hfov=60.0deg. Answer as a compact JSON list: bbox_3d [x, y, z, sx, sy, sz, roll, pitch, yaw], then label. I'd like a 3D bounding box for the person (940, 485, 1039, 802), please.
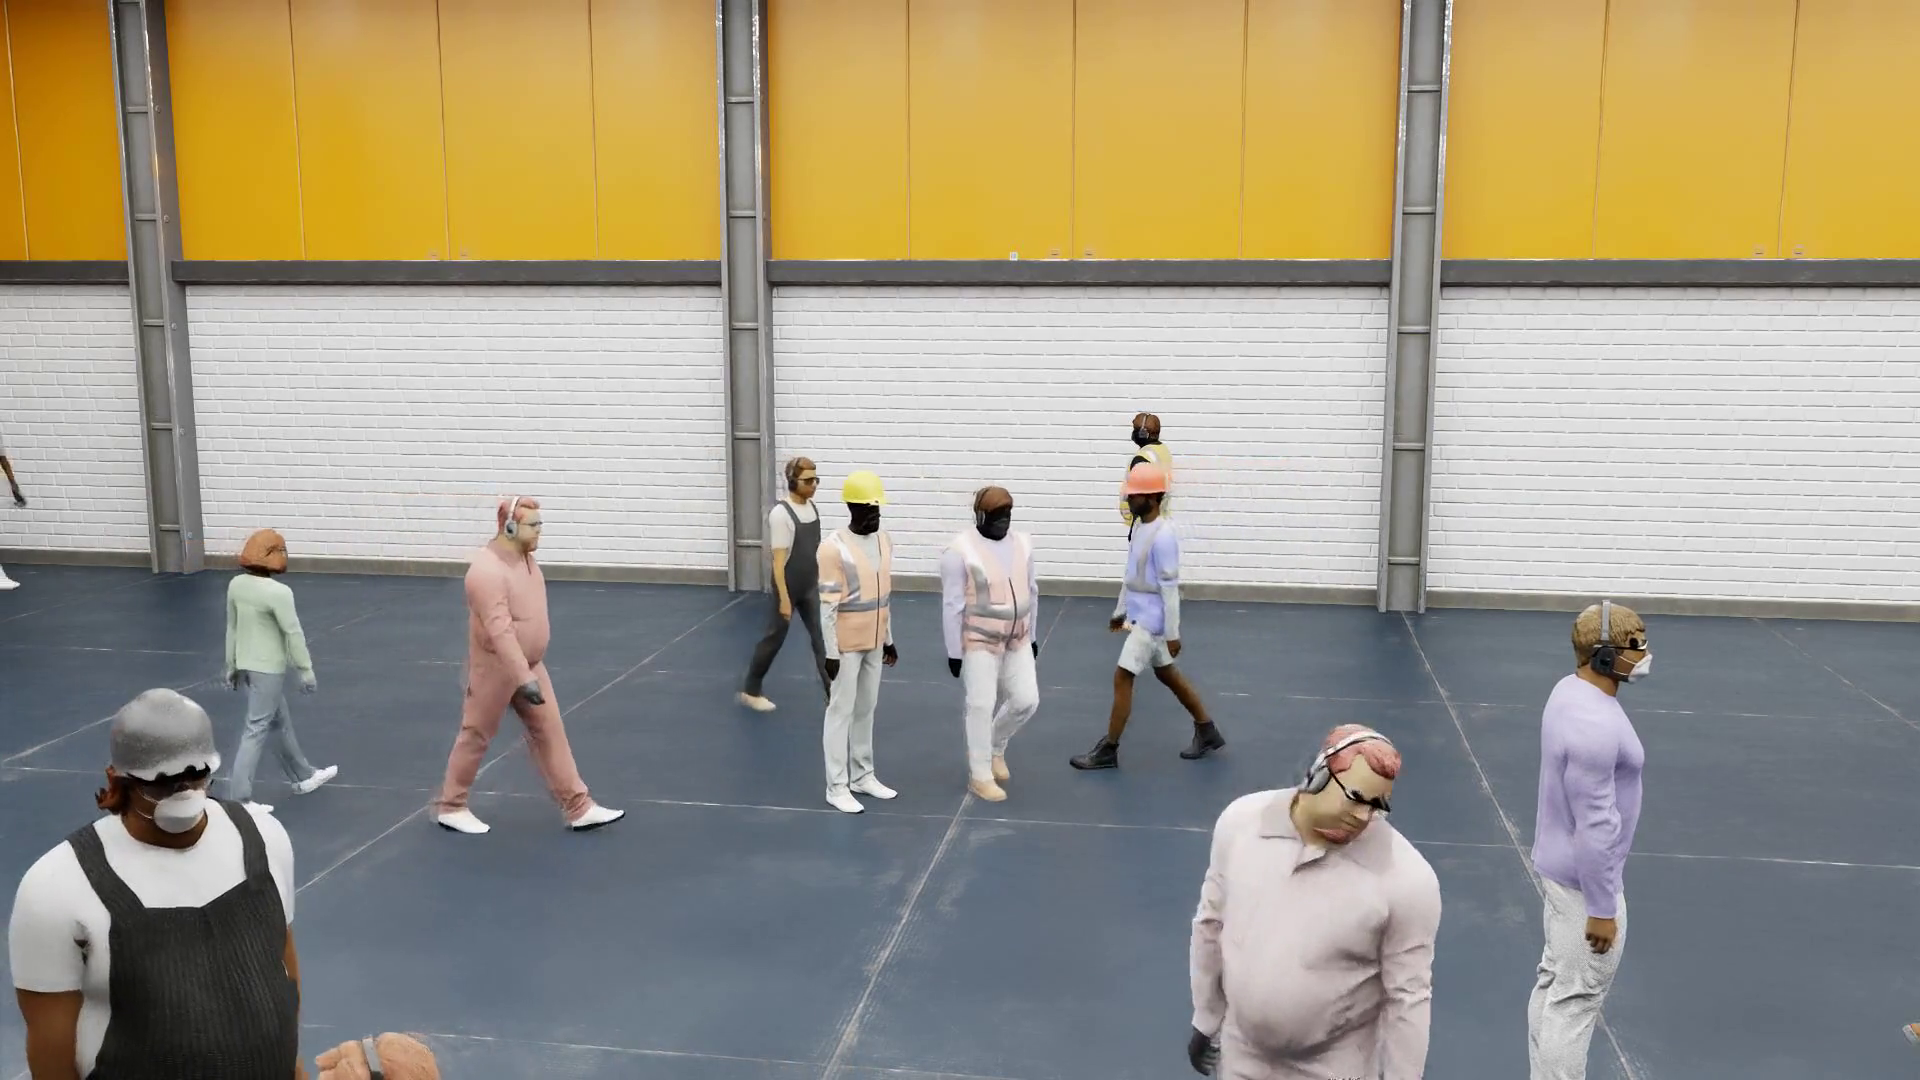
[{"bbox_3d":[0.189,0.585,9.542,0.655,1.825,0.442,-6,11,-34],"label":"person"}]

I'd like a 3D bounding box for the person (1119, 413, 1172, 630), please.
[{"bbox_3d":[1.559,-0.156,14.076,0.429,1.844,0.627,4,10,21],"label":"person"}]

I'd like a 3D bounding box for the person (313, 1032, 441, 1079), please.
[{"bbox_3d":[-1.049,1.705,3.252,0.357,1.617,0.544,0,9,0],"label":"person"}]

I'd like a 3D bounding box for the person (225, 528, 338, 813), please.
[{"bbox_3d":[-3.830,0.727,9.370,0.512,1.591,0.826,7,11,35],"label":"person"}]

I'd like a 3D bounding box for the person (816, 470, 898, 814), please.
[{"bbox_3d":[-0.557,0.558,9.402,0.387,1.927,0.589,7,11,35],"label":"person"}]

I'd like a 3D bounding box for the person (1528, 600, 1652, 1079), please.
[{"bbox_3d":[2.143,1.158,5.670,0.373,1.940,0.630,2,9,12],"label":"person"}]

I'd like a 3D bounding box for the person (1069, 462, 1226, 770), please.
[{"bbox_3d":[1.196,0.458,10.158,0.997,1.895,0.547,-1,9,-5],"label":"person"}]

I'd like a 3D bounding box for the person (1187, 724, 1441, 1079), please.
[{"bbox_3d":[0.928,1.392,4.484,0.691,1.887,0.437,8,12,40],"label":"person"}]

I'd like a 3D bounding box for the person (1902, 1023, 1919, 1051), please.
[{"bbox_3d":[4.105,1.093,6.204,1.013,1.887,0.645,1,9,7],"label":"person"}]

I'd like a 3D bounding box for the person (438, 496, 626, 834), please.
[{"bbox_3d":[-2.370,0.686,8.882,1.032,1.841,0.632,2,9,13],"label":"person"}]

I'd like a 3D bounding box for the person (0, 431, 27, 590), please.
[{"bbox_3d":[-9.226,-0.440,15.843,0.832,1.839,0.522,2,9,12],"label":"person"}]

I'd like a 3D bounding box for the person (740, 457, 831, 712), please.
[{"bbox_3d":[-1.120,0.327,11.257,0.989,1.797,0.539,5,11,30],"label":"person"}]
